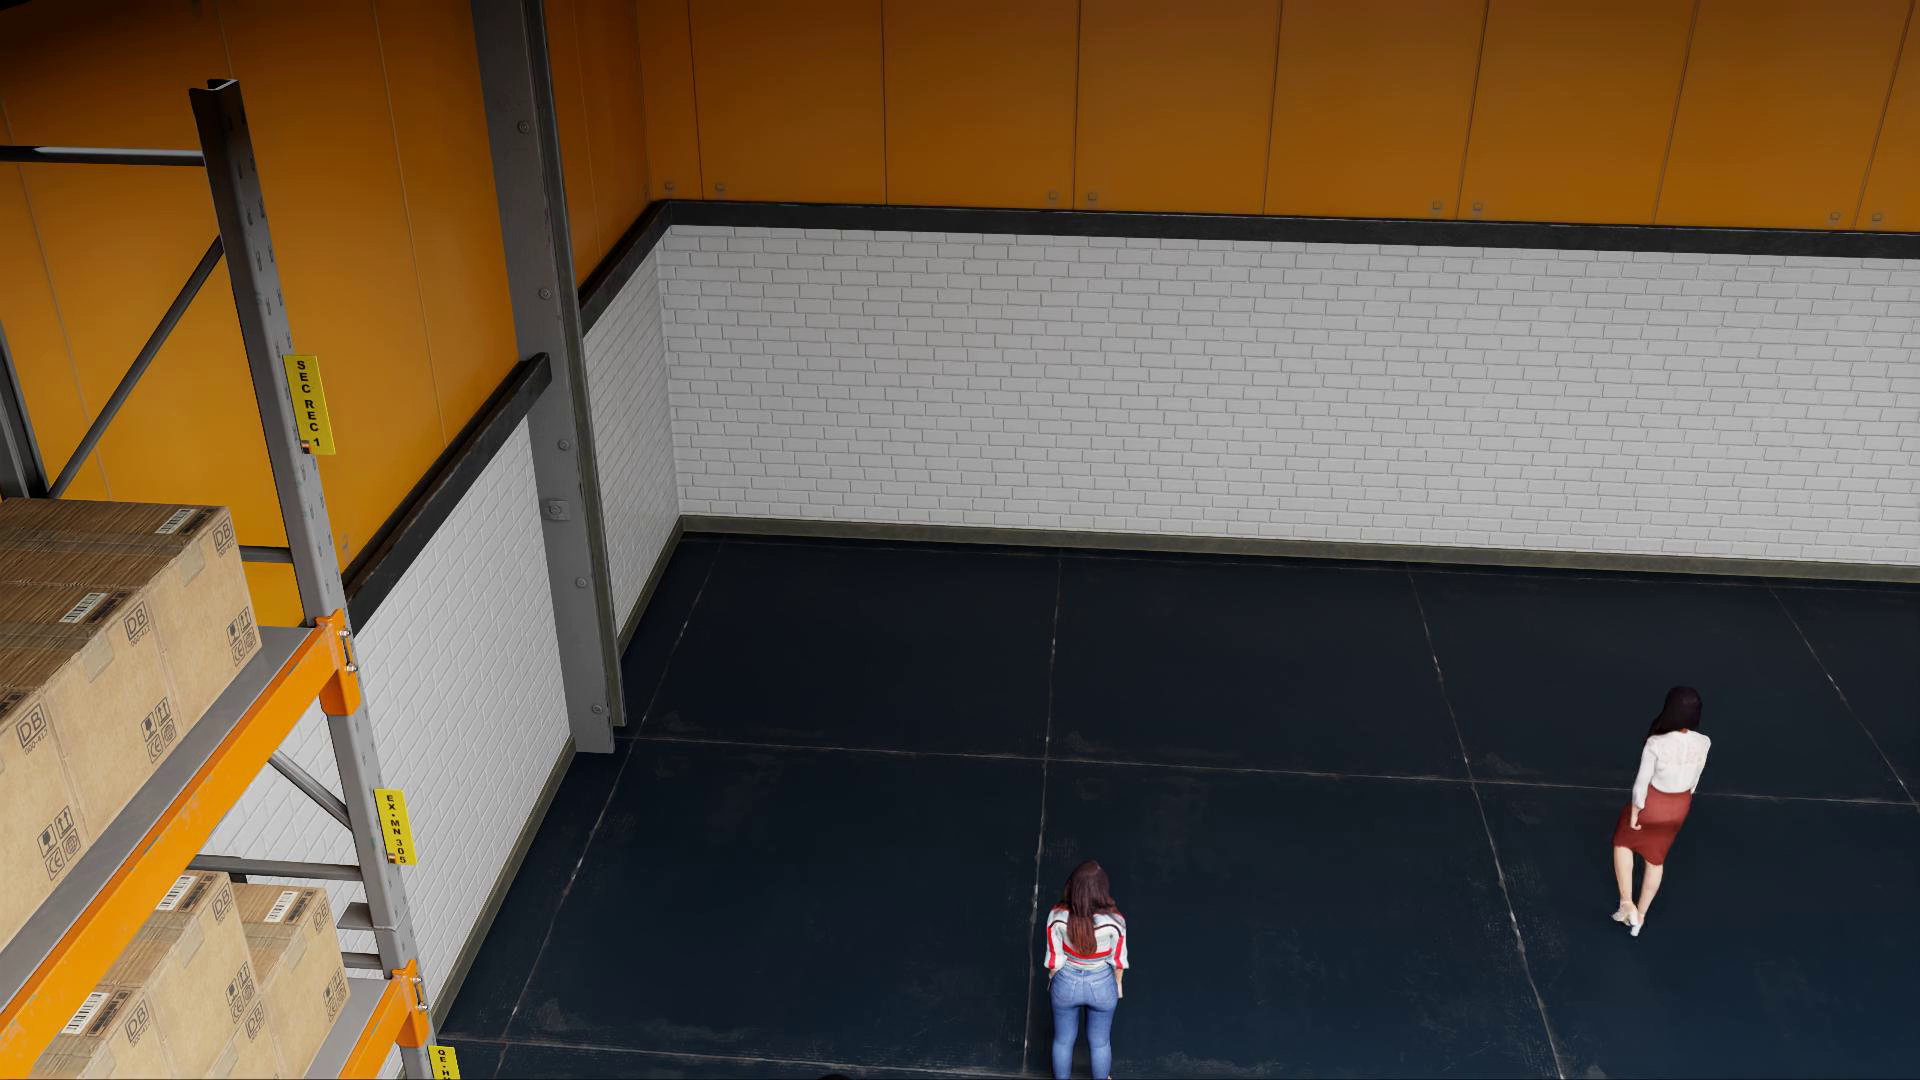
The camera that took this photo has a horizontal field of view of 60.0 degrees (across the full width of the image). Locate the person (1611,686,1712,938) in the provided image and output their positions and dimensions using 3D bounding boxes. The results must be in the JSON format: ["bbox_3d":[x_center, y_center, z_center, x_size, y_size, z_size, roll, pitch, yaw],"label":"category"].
[{"bbox_3d":[4.192,1.681,9.904,0.634,1.737,0.620,-1,29,-3],"label":"person"}]

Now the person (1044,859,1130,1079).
[{"bbox_3d":[0.655,2.353,8.802,0.590,1.613,0.484,3,29,5],"label":"person"}]
